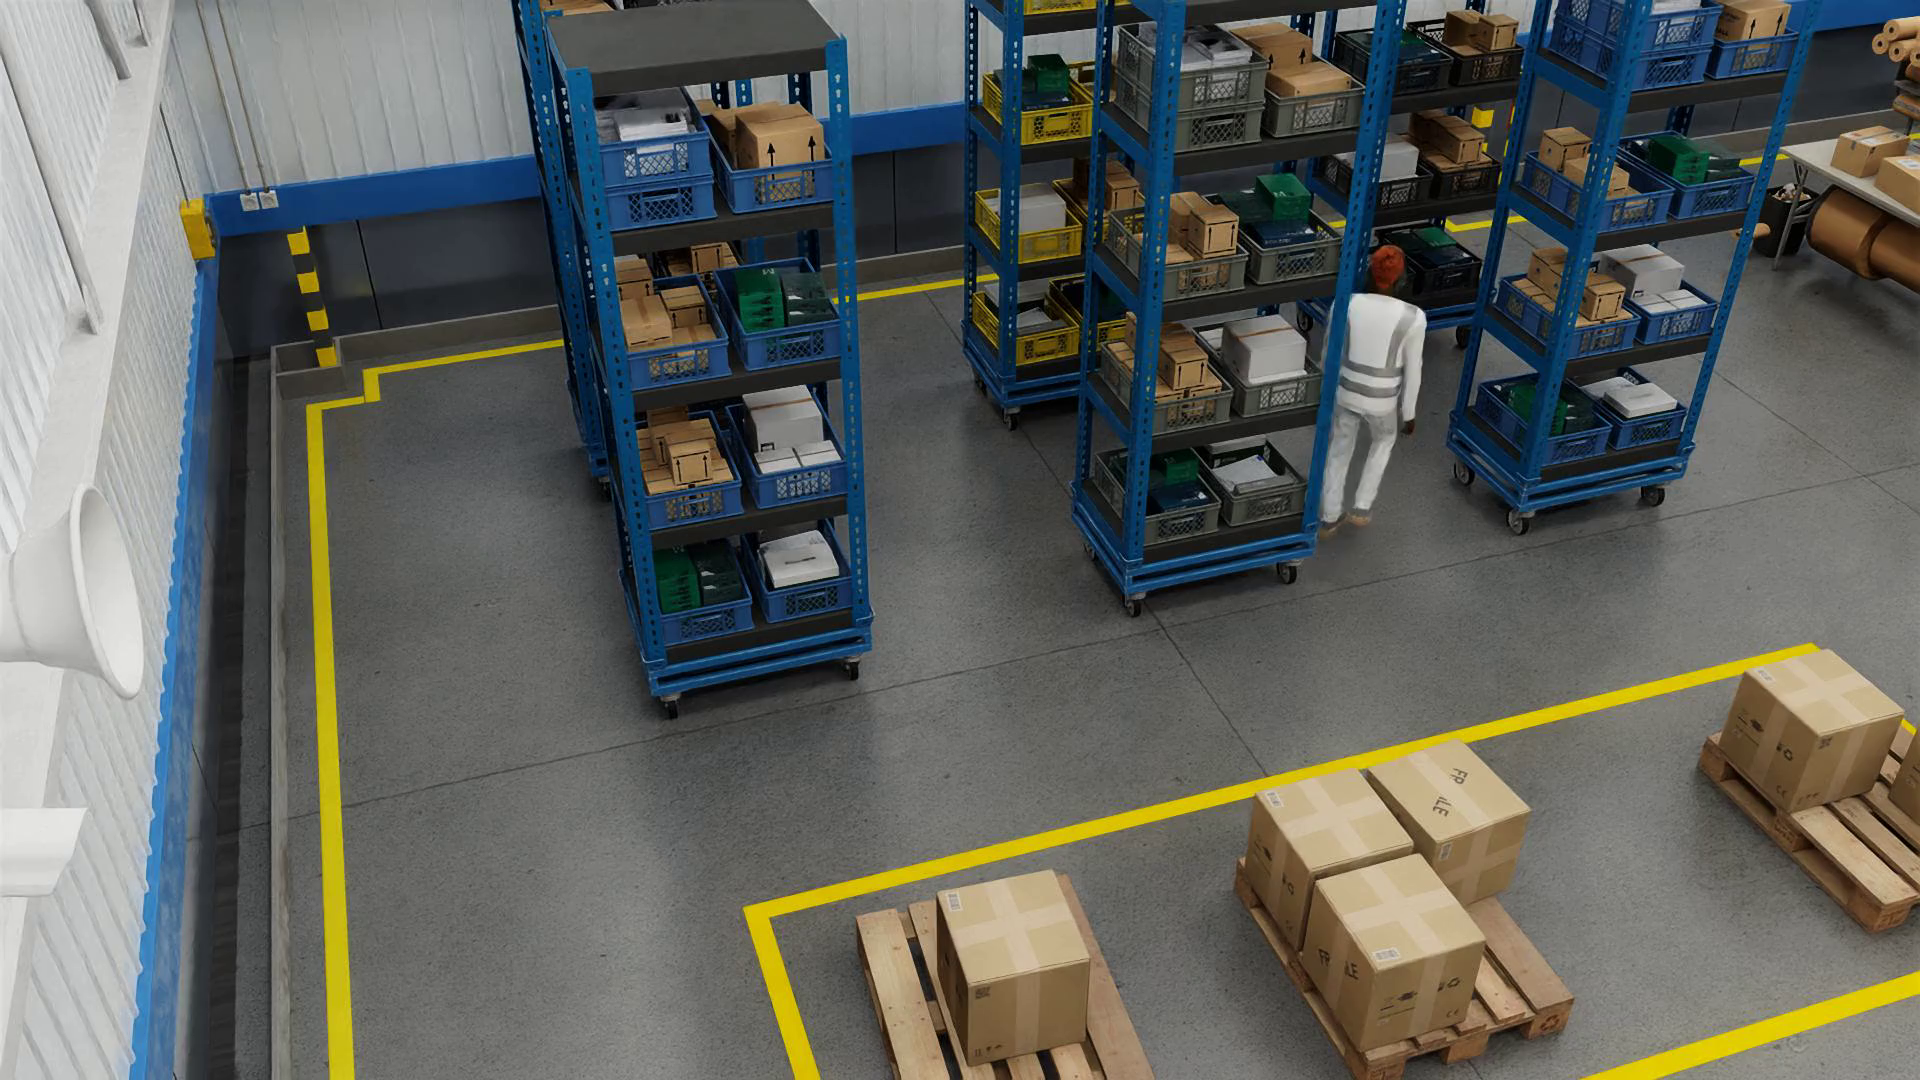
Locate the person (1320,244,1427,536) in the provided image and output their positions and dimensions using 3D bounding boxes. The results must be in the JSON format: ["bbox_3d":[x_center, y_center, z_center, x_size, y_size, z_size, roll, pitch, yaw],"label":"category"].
[{"bbox_3d":[2.424,-0.852,9.882,0.655,1.859,0.472,19,39,25],"label":"person"}]
